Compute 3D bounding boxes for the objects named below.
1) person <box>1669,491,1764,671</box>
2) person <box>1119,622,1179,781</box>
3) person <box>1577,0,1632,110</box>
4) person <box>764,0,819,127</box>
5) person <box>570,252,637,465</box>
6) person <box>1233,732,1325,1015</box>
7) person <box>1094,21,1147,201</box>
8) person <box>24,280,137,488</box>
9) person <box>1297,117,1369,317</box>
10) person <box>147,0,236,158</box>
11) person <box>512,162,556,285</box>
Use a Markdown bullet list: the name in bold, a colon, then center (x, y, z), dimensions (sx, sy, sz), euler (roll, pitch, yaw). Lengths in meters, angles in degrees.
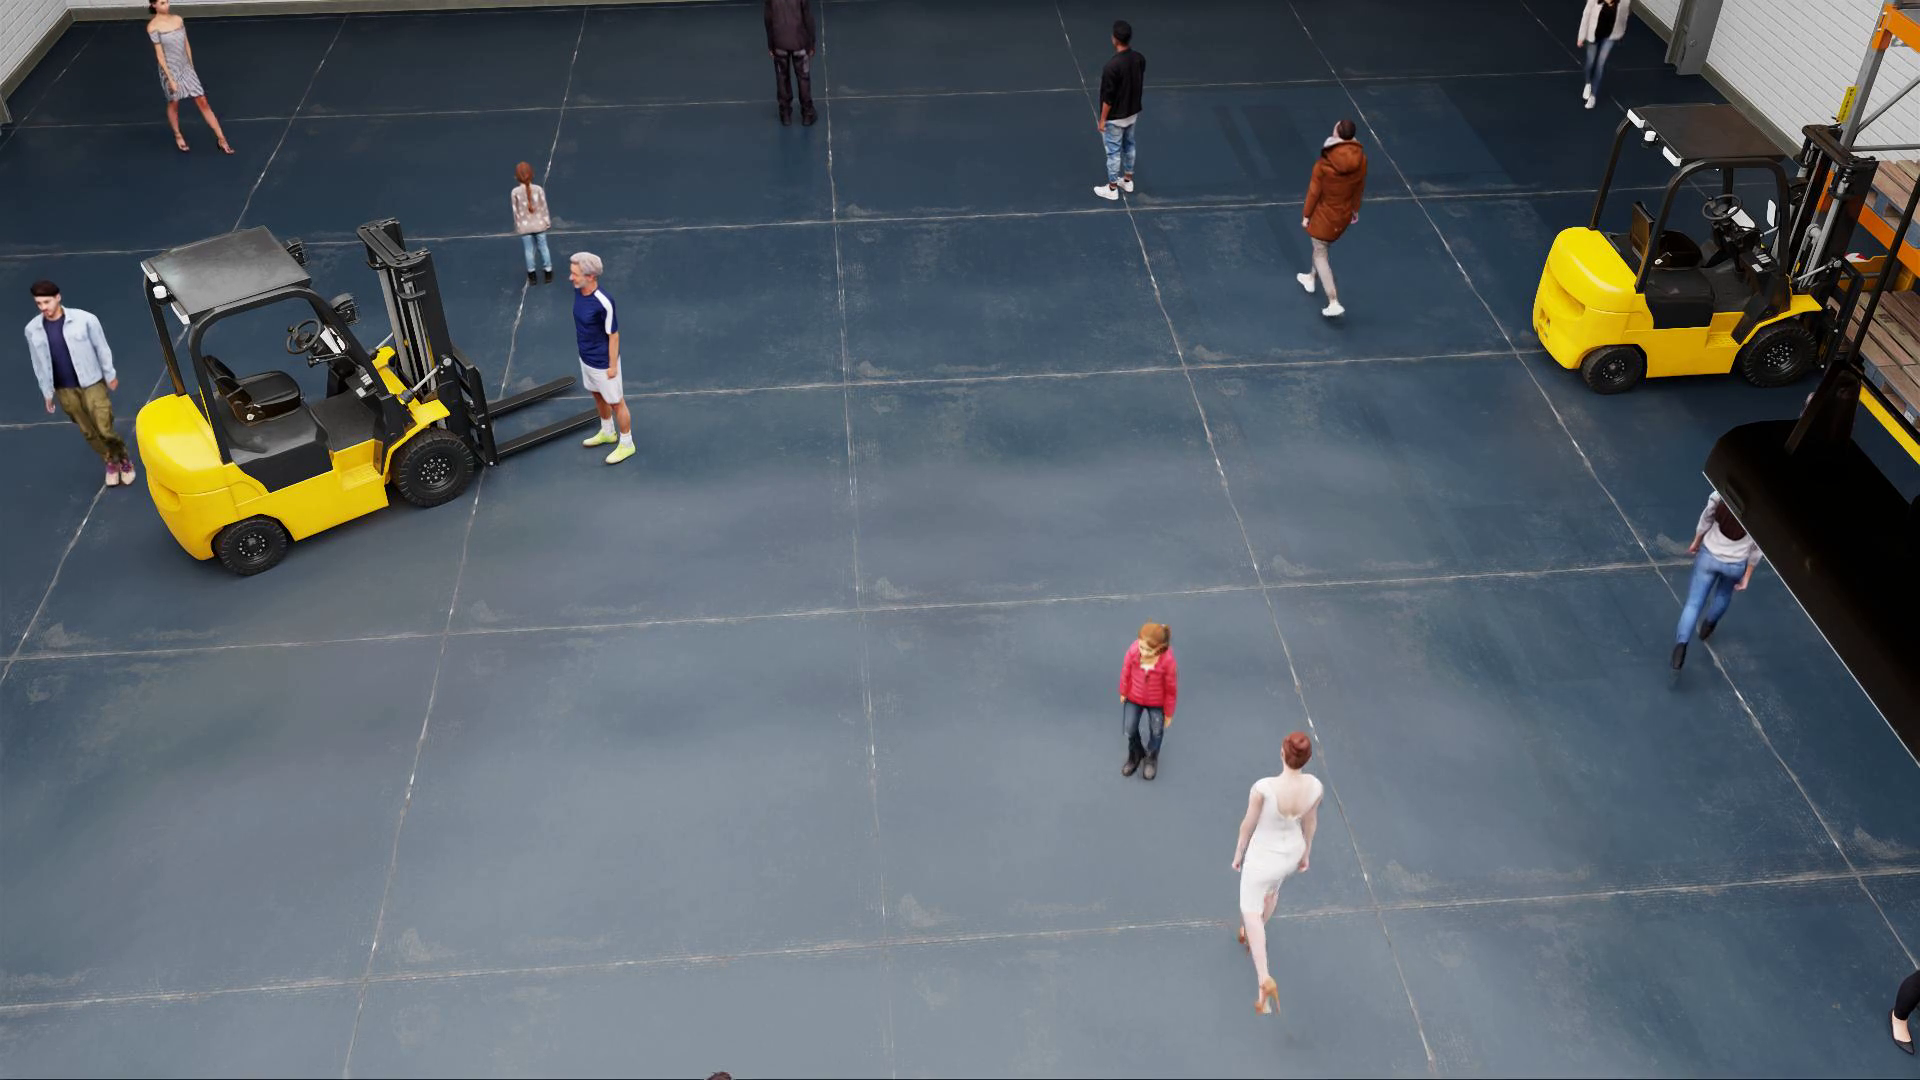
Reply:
- **person**: center (5.116, 0.202, 11.227), dimensions (0.972, 1.596, 1.129), euler (19, 42, 22)
- **person**: center (1.206, 0.963, 10.507), dimensions (0.616, 1.306, 0.634), euler (11, 40, 13)
- **person**: center (7.192, -5.667, 18.573), dimensions (0.866, 1.600, 1.000), euler (10, 40, 12)
- **person**: center (-1.842, -5.405, 18.064), dimensions (0.736, 1.825, 0.646), euler (2, 39, 3)
- **person**: center (-2.841, -1.460, 13.114), dimensions (0.782, 1.839, 0.696), euler (-30, 47, -32)
- **person**: center (1.730, 1.825, 9.059), dimensions (0.648, 1.765, 0.990), euler (-10, 40, -12)
- **person**: center (1.625, -4.314, 16.717), dimensions (0.786, 1.802, 0.810), euler (-29, 47, -31)
- **person**: center (-6.790, -1.228, 12.857), dimensions (0.697, 1.797, 0.651), euler (-7, 39, -9)
- **person**: center (3.348, -2.857, 14.890), dimensions (0.938, 1.804, 1.211), euler (-15, 41, -18)
- **person**: center (-8.267, -4.868, 17.428), dimensions (1.099, 1.779, 1.101), euler (23, 44, 26)
- **person**: center (-3.990, -2.952, 15.498), dimensions (0.506, 1.194, 0.512), euler (-11, 40, -13)
